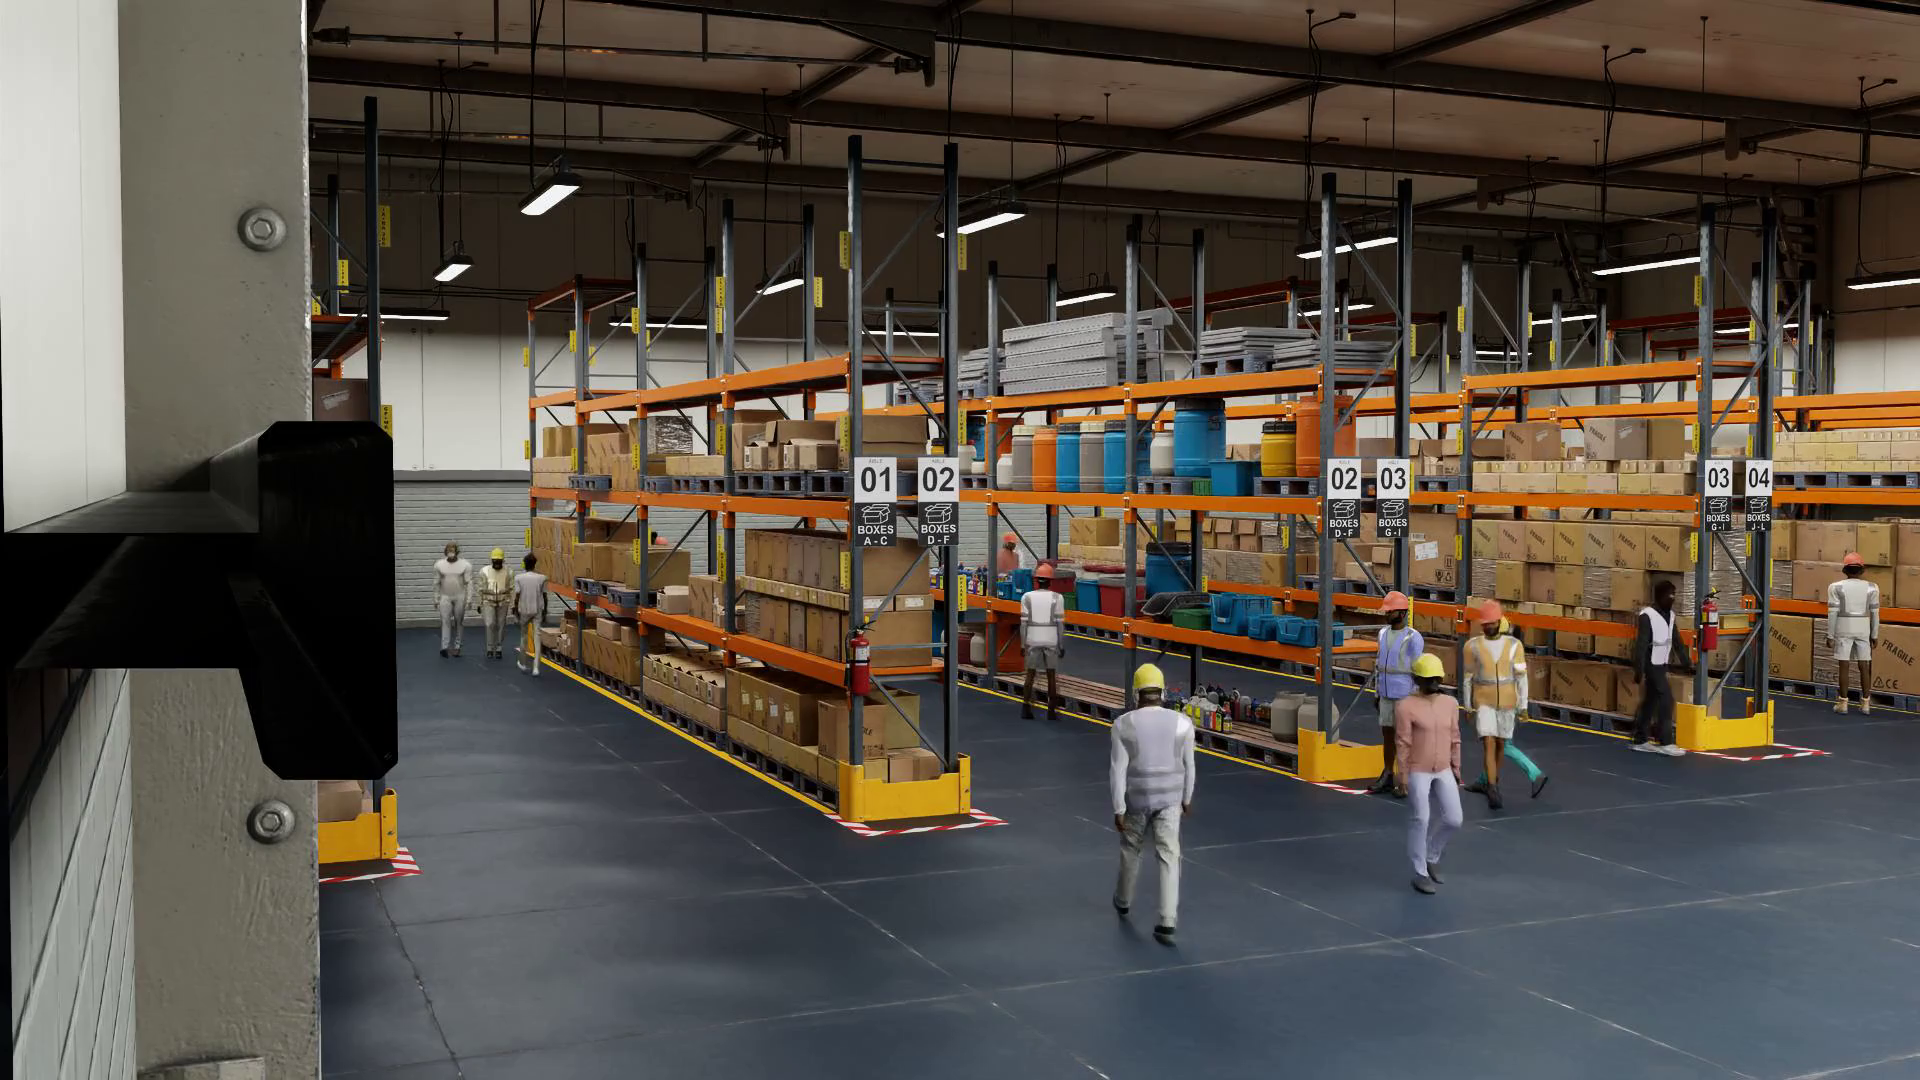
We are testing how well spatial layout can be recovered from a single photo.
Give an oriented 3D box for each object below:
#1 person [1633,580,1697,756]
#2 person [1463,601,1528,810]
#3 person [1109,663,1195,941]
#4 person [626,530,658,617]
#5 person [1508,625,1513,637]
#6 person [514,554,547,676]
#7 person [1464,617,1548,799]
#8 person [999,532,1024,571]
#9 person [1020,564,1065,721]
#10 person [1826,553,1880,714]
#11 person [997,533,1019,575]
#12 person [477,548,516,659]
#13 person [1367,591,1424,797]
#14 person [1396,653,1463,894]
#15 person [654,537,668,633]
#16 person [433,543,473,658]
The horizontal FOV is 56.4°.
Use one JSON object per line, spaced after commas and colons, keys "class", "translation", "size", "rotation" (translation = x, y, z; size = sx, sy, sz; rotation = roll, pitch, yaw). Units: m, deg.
{"class": "person", "translation": [7.659, 1.381, 19.427], "size": [0.789, 1.882, 0.608], "rotation": [2, 3, 44]}
{"class": "person", "translation": [4.912, 1.502, 16.457], "size": [0.550, 1.880, 0.981], "rotation": [0, 2, 6]}
{"class": "person", "translation": [1.274, 1.719, 11.987], "size": [0.618, 1.782, 0.921], "rotation": [0, 2, -7]}
{"class": "person", "translation": [-6.088, 0.773, 34.685], "size": [0.607, 1.940, 0.860], "rotation": [2, 3, 39]}
{"class": "person", "translation": [8.029, 1.248, 26.162], "size": [0.522, 1.640, 0.305], "rotation": [-2, 3, -41]}
{"class": "person", "translation": [-6.506, 1.123, 27.105], "size": [0.511, 1.815, 0.997], "rotation": [-1, 2, -21]}
{"class": "person", "translation": [5.138, 1.560, 16.856], "size": [0.797, 1.733, 0.533], "rotation": [2, 3, 34]}
{"class": "person", "translation": [0.954, 0.744, 37.136], "size": [0.628, 1.799, 0.795], "rotation": [2, 3, 43]}
{"class": "person", "translation": [1.018, 1.268, 22.179], "size": [0.585, 1.923, 0.377], "rotation": [0, 2, 10]}
{"class": "person", "translation": [11.322, 1.180, 22.747], "size": [0.613, 2.041, 0.393], "rotation": [0, 2, 11]}
{"class": "person", "translation": [0.941, 0.845, 32.698], "size": [1.004, 1.939, 0.654], "rotation": [2, 3, 42]}
{"class": "person", "translation": [-7.557, 1.043, 29.267], "size": [0.626, 1.805, 0.771], "rotation": [-1, 2, -17]}
{"class": "person", "translation": [4.131, 1.452, 16.992], "size": [0.358, 1.938, 0.542], "rotation": [-1, 3, -34]}
{"class": "person", "translation": [3.437, 1.695, 13.063], "size": [0.545, 1.747, 0.372], "rotation": [-1, 2, -17]}
{"class": "person", "translation": [-4.917, 0.951, 29.410], "size": [0.612, 2.001, 1.037], "rotation": [-1, 2, -24]}
{"class": "person", "translation": [-8.334, 0.998, 29.416], "size": [0.655, 1.888, 0.985], "rotation": [0, 2, -8]}
